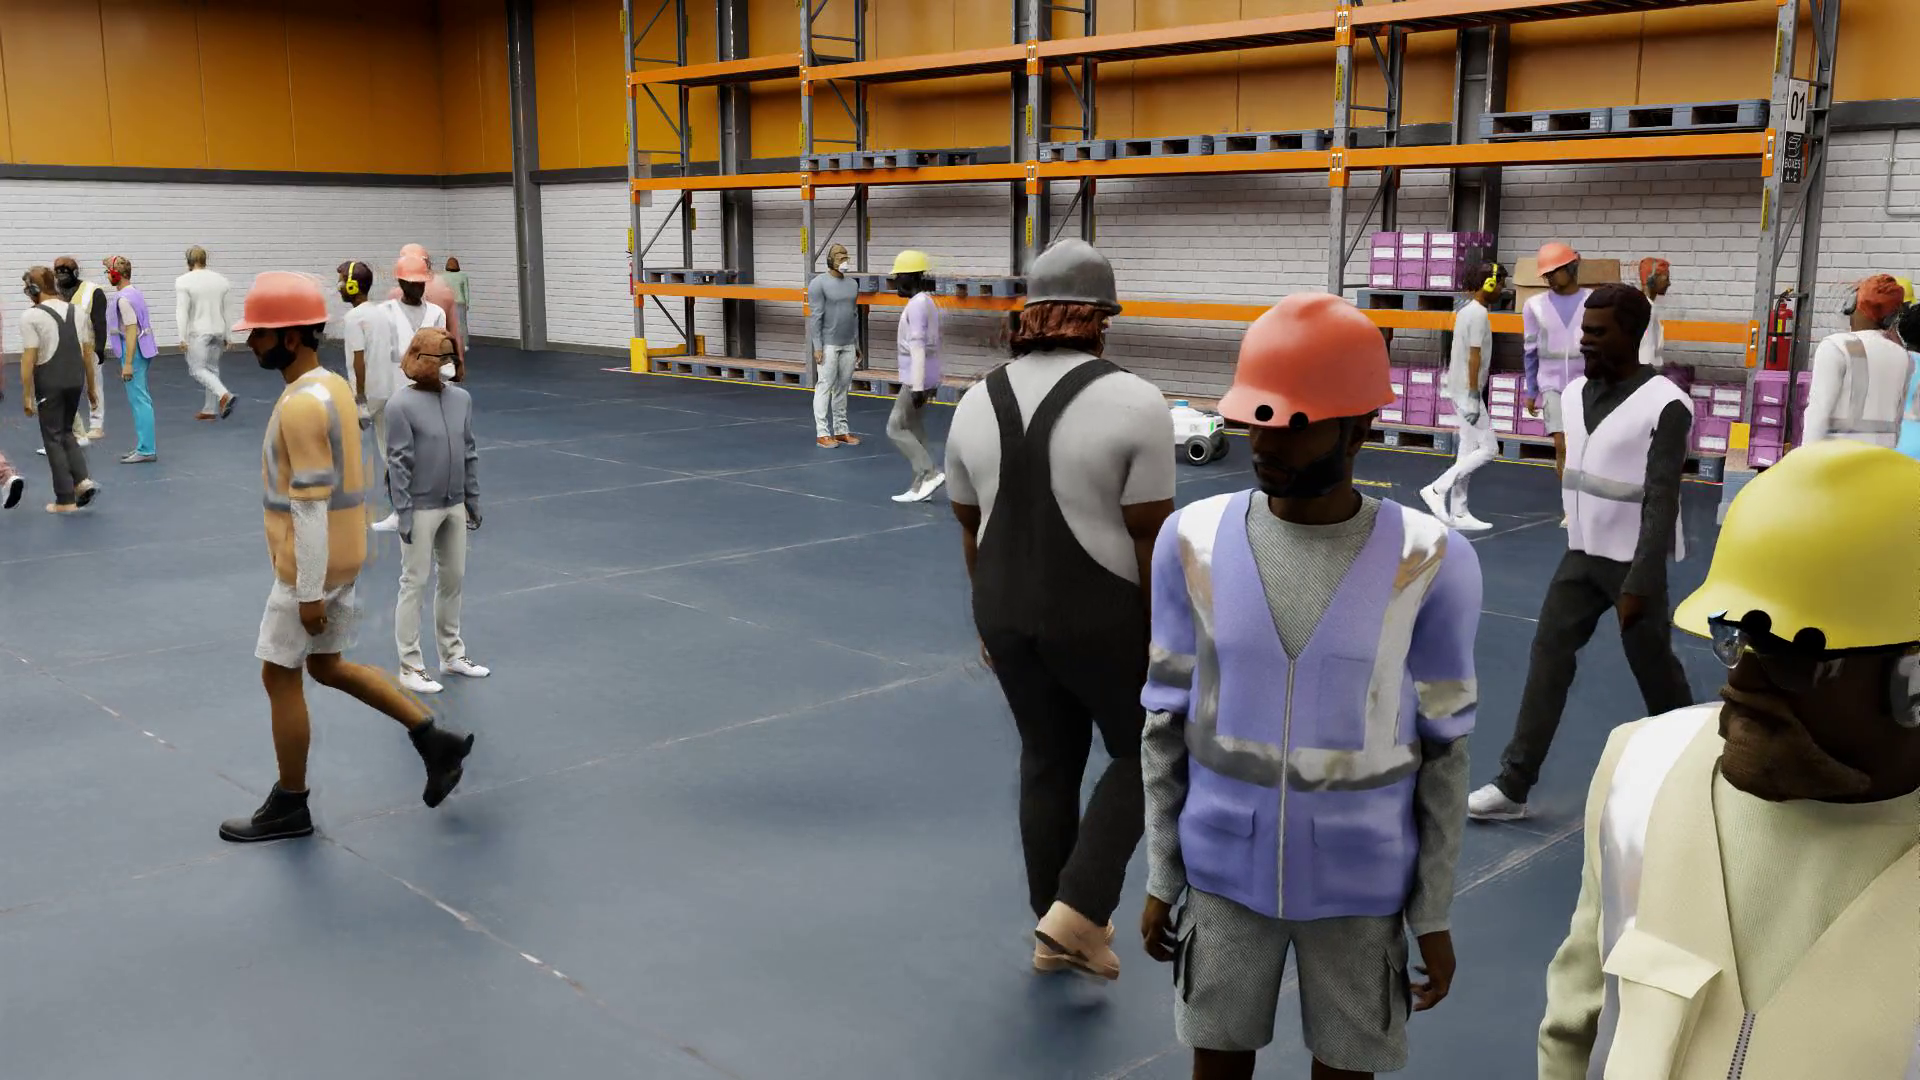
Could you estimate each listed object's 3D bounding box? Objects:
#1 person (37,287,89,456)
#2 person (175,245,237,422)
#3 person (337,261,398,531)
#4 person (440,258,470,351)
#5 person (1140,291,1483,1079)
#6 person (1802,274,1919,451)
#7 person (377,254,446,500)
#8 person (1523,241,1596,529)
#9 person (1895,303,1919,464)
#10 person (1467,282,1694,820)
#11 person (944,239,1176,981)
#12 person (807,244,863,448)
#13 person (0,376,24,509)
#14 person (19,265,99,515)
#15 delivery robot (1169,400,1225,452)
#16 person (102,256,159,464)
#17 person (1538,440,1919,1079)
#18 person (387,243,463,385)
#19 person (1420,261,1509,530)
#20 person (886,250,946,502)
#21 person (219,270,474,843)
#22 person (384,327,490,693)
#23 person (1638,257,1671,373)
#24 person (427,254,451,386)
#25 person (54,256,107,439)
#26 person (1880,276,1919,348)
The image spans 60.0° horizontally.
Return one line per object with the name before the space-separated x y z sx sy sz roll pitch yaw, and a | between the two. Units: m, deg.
person | -8.419 -1.593 15.470 0.521 1.583 0.872 1 10 5
person | -8.079 -2.204 17.902 0.712 1.920 0.636 6 12 28
person | -4.151 -0.966 11.347 0.847 1.836 0.562 2 11 9
person | -8.836 -4.117 29.105 0.500 1.634 0.286 -4 11 -23
person | 0.560 0.561 2.775 0.546 1.934 0.376 4 11 20
person | 3.989 -0.255 7.469 0.664 1.856 0.343 -5 12 -27
person | -4.002 -1.135 12.138 0.533 1.901 0.906 -7 12 -33
person | 4.278 -1.099 11.697 0.647 1.994 0.750 4 11 22
person | 5.257 -0.482 9.220 0.871 1.645 0.543 -5 11 -24
person | 2.218 0.061 5.688 0.999 1.865 0.611 -3 11 -18
person | 0.312 0.191 4.504 0.705 2.000 0.563 8 13 37
person | -1.183 -1.858 15.952 0.370 1.941 0.627 9 13 39
person | -7.098 -1.082 11.829 0.513 1.893 0.664 2 11 12
person | -6.559 -1.083 12.104 0.450 1.803 0.567 5 11 23
delivery robot | 1.985 -1.011 14.857 0.707 0.478 0.477 6 12 27
person | -7.369 -1.603 14.832 0.395 1.839 0.564 -4 11 -19
person | 0.863 0.802 1.749 0.403 1.827 0.599 -8 13 -39
person | -4.522 -1.542 14.185 0.621 1.963 0.888 -7 13 -35
person | 3.487 -0.976 11.387 0.463 1.845 0.574 1 10 7
person | -0.358 -1.211 12.494 0.416 1.909 0.617 1 10 3
person | -2.102 0.061 5.564 0.754 1.914 0.560 -1 10 -7
person | -2.341 -0.138 7.440 0.288 1.626 0.497 5 12 26
person | 5.068 -1.206 12.604 0.698 1.864 0.584 4 11 21
person | -6.029 -2.355 18.851 0.654 1.878 0.889 6 12 28
person | -8.673 -1.853 16.264 0.637 1.804 0.865 -1 10 -7
person | 6.472 -1.011 11.865 0.663 1.738 0.532 8 13 36
